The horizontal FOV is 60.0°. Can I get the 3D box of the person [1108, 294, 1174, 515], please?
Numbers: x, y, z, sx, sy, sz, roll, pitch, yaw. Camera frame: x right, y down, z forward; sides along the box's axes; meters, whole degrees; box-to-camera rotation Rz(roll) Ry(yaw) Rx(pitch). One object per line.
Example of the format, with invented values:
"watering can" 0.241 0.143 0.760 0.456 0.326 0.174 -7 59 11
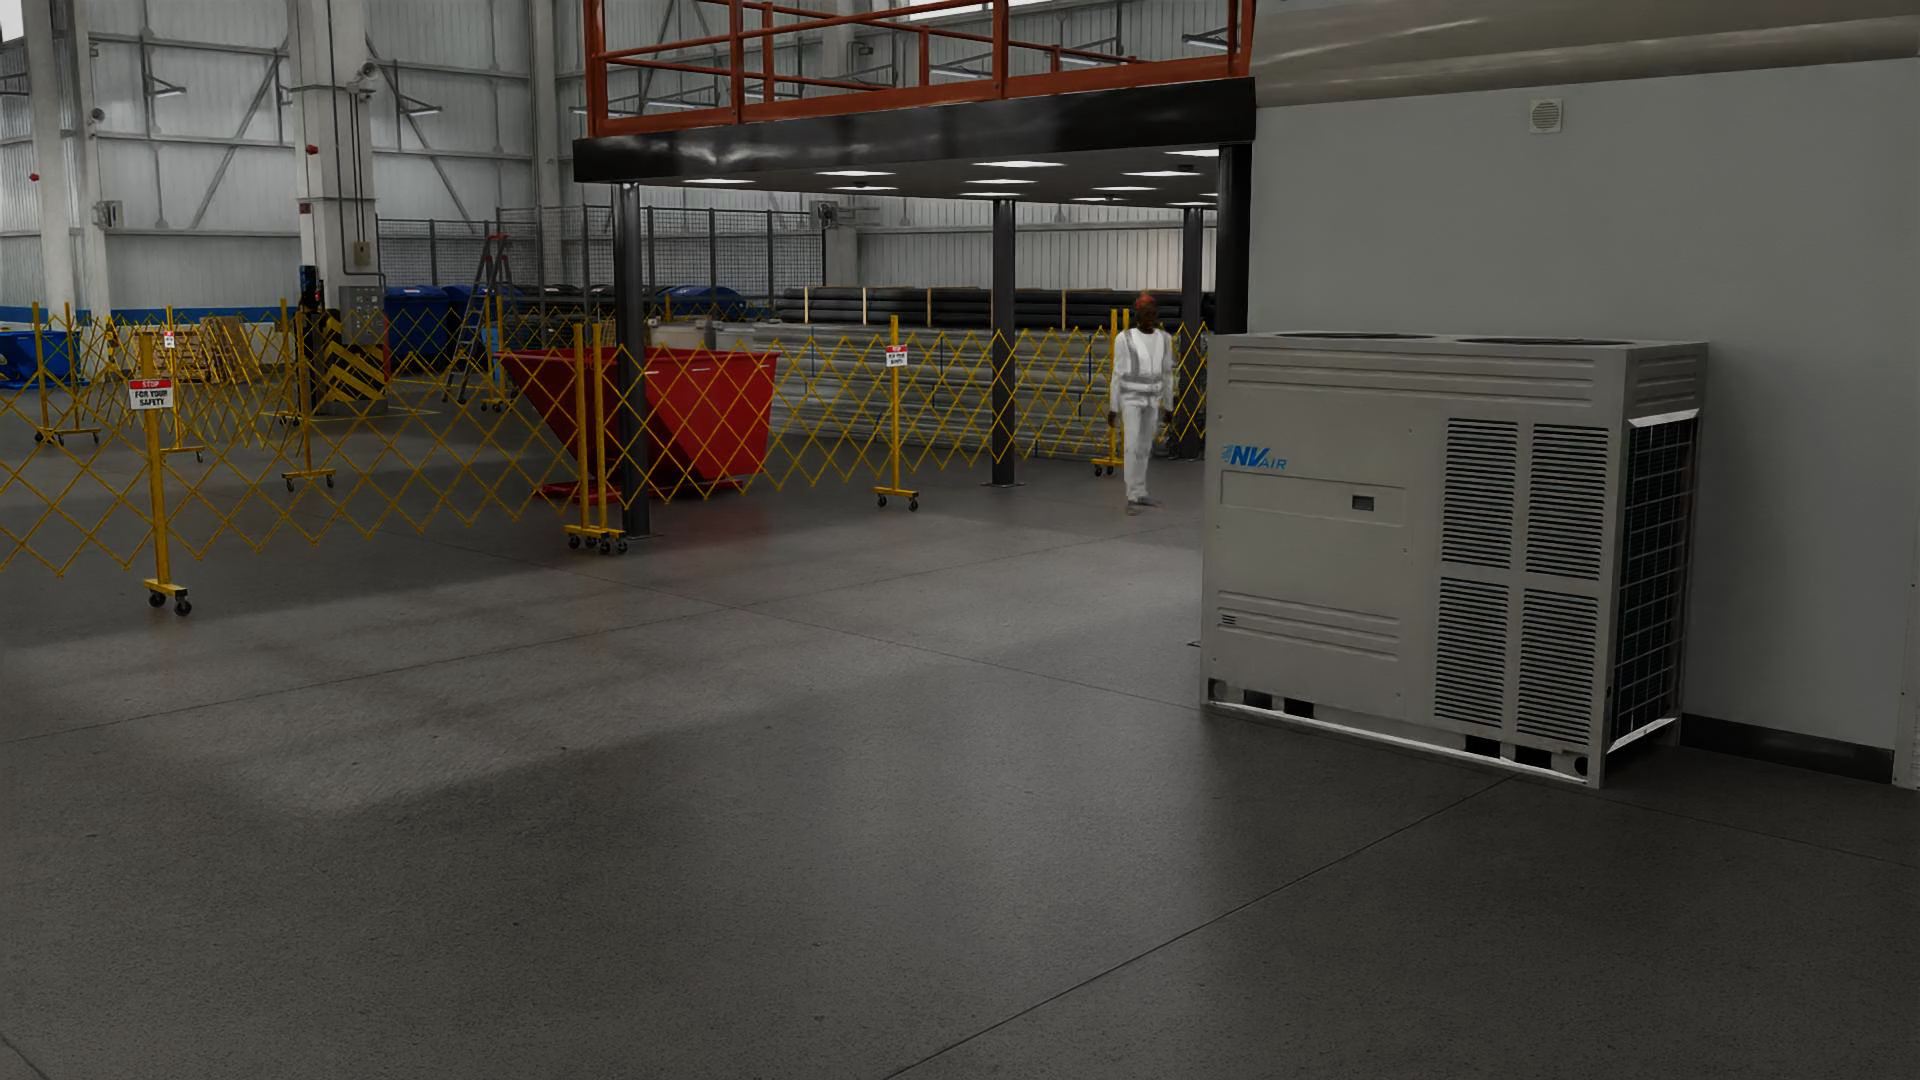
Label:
"person" 1.547 -1.150 14.168 0.636 1.860 0.548 -5 11 -29
